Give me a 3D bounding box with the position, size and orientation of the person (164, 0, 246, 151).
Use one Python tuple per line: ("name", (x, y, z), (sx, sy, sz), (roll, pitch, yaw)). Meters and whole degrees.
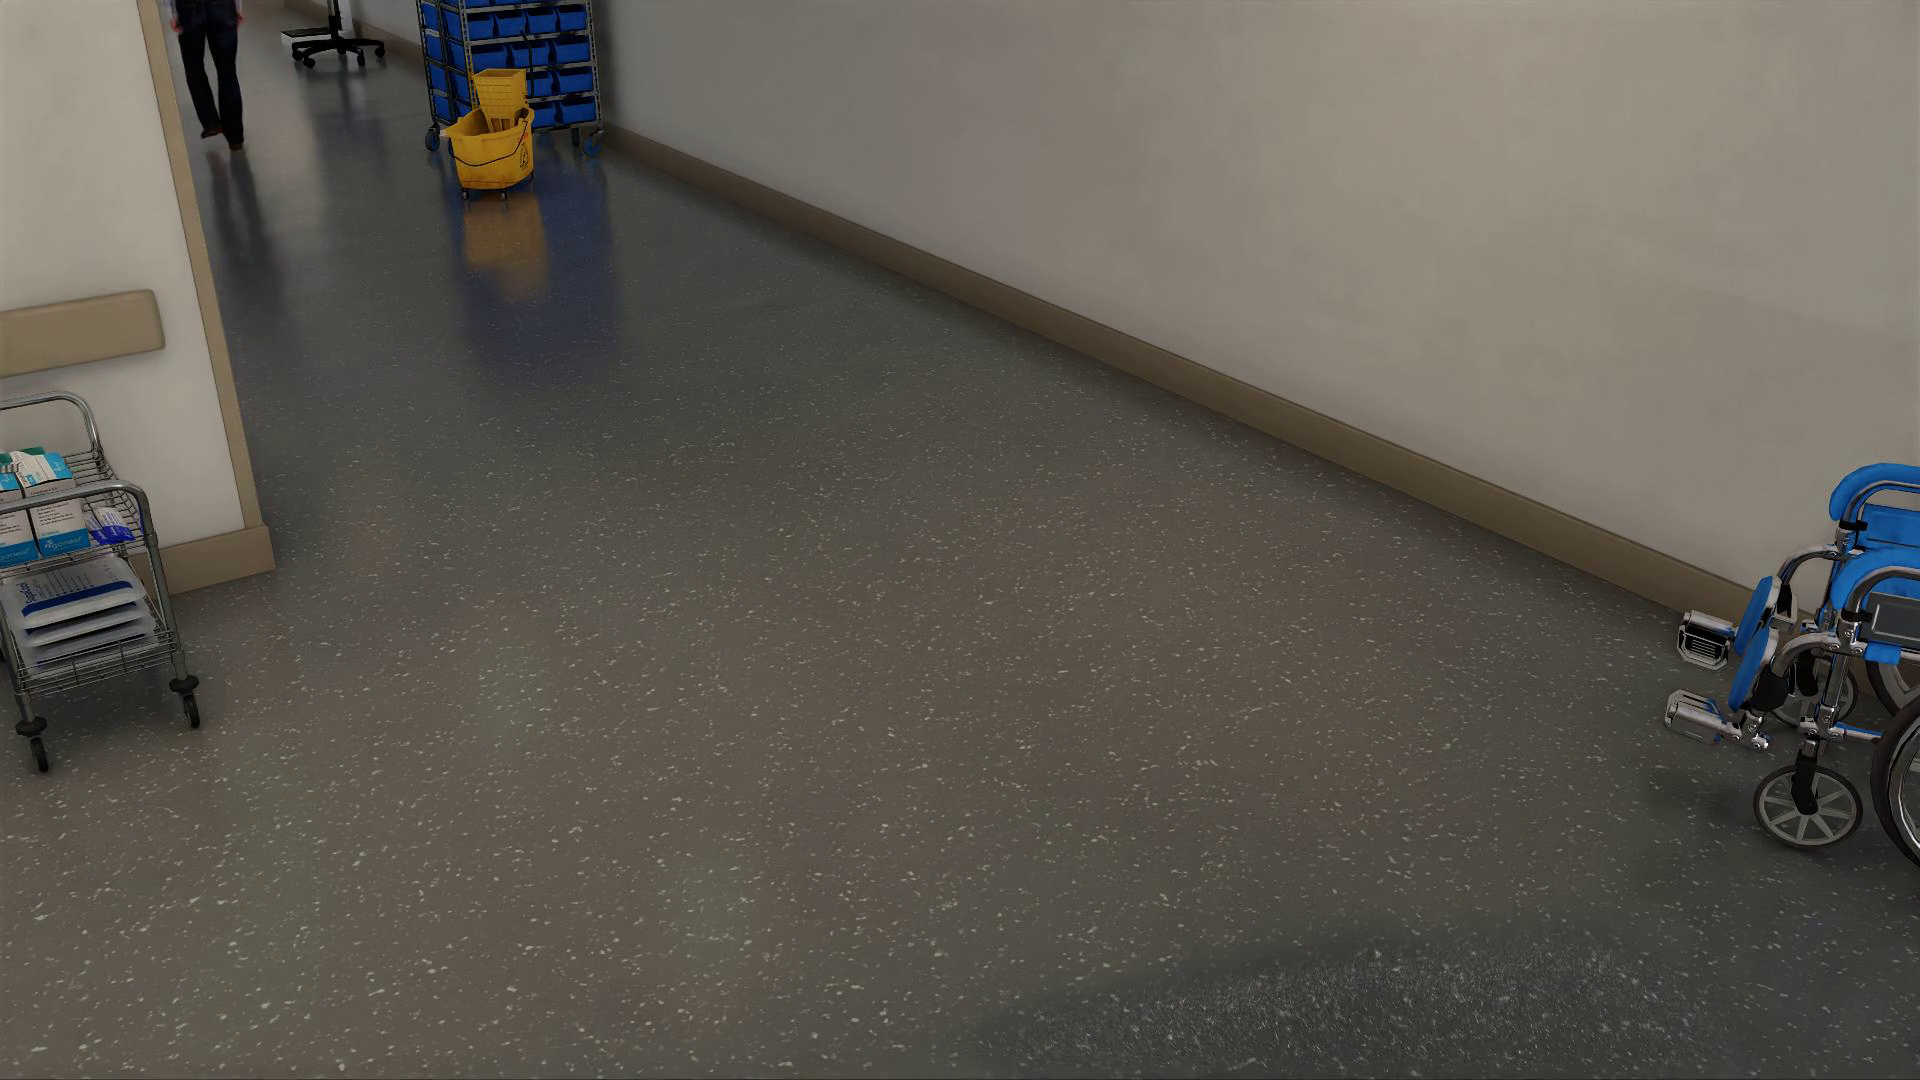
("person", (-4.913, -3.459, 10.829), (0.638, 1.807, 0.758), (-11, 28, -22))
